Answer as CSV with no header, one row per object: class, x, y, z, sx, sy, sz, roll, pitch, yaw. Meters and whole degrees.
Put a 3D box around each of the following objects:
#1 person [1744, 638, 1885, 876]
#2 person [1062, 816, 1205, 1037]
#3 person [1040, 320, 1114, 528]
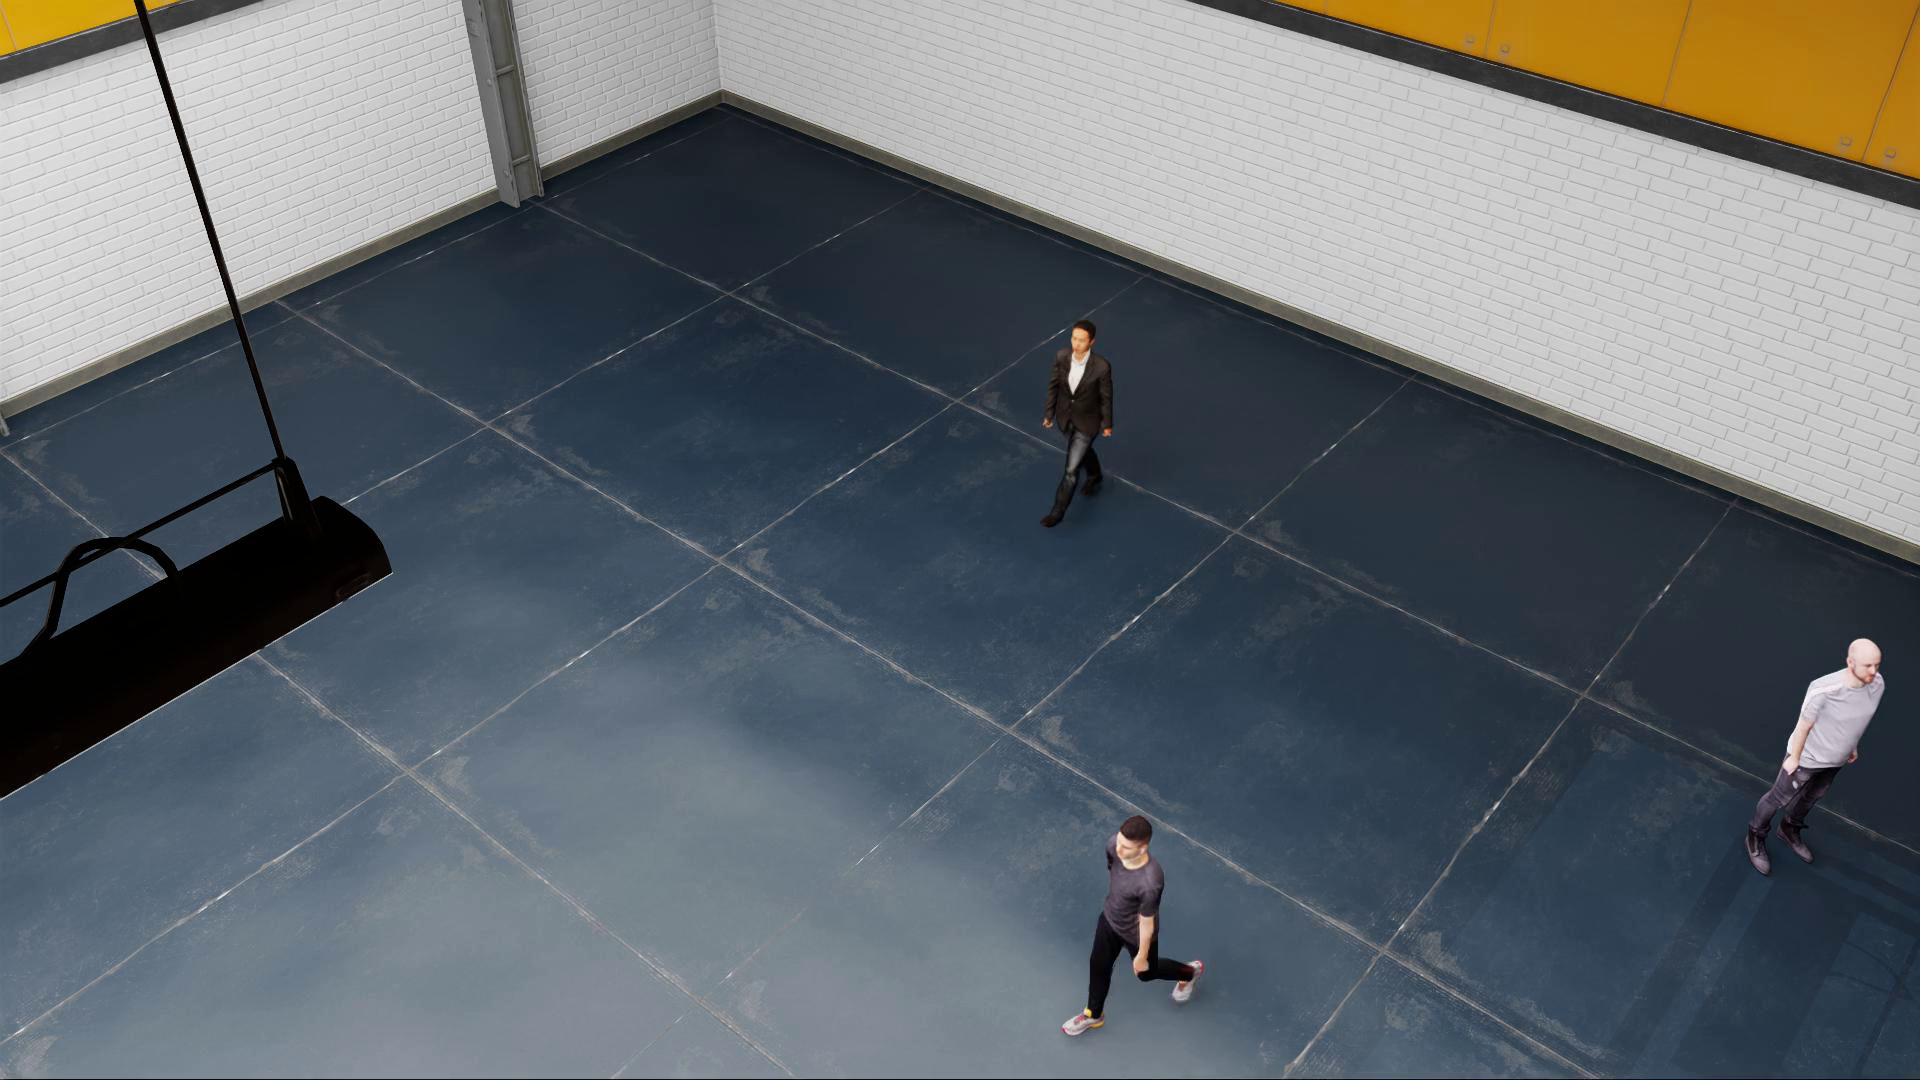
person,5.407,1.327,10.472,0.726,1.832,0.818,-9,39,-11
person,1.052,2.171,9.494,1.210,1.734,0.898,-20,43,-24
person,1.004,-1.013,13.460,0.749,1.759,1.162,25,45,28
